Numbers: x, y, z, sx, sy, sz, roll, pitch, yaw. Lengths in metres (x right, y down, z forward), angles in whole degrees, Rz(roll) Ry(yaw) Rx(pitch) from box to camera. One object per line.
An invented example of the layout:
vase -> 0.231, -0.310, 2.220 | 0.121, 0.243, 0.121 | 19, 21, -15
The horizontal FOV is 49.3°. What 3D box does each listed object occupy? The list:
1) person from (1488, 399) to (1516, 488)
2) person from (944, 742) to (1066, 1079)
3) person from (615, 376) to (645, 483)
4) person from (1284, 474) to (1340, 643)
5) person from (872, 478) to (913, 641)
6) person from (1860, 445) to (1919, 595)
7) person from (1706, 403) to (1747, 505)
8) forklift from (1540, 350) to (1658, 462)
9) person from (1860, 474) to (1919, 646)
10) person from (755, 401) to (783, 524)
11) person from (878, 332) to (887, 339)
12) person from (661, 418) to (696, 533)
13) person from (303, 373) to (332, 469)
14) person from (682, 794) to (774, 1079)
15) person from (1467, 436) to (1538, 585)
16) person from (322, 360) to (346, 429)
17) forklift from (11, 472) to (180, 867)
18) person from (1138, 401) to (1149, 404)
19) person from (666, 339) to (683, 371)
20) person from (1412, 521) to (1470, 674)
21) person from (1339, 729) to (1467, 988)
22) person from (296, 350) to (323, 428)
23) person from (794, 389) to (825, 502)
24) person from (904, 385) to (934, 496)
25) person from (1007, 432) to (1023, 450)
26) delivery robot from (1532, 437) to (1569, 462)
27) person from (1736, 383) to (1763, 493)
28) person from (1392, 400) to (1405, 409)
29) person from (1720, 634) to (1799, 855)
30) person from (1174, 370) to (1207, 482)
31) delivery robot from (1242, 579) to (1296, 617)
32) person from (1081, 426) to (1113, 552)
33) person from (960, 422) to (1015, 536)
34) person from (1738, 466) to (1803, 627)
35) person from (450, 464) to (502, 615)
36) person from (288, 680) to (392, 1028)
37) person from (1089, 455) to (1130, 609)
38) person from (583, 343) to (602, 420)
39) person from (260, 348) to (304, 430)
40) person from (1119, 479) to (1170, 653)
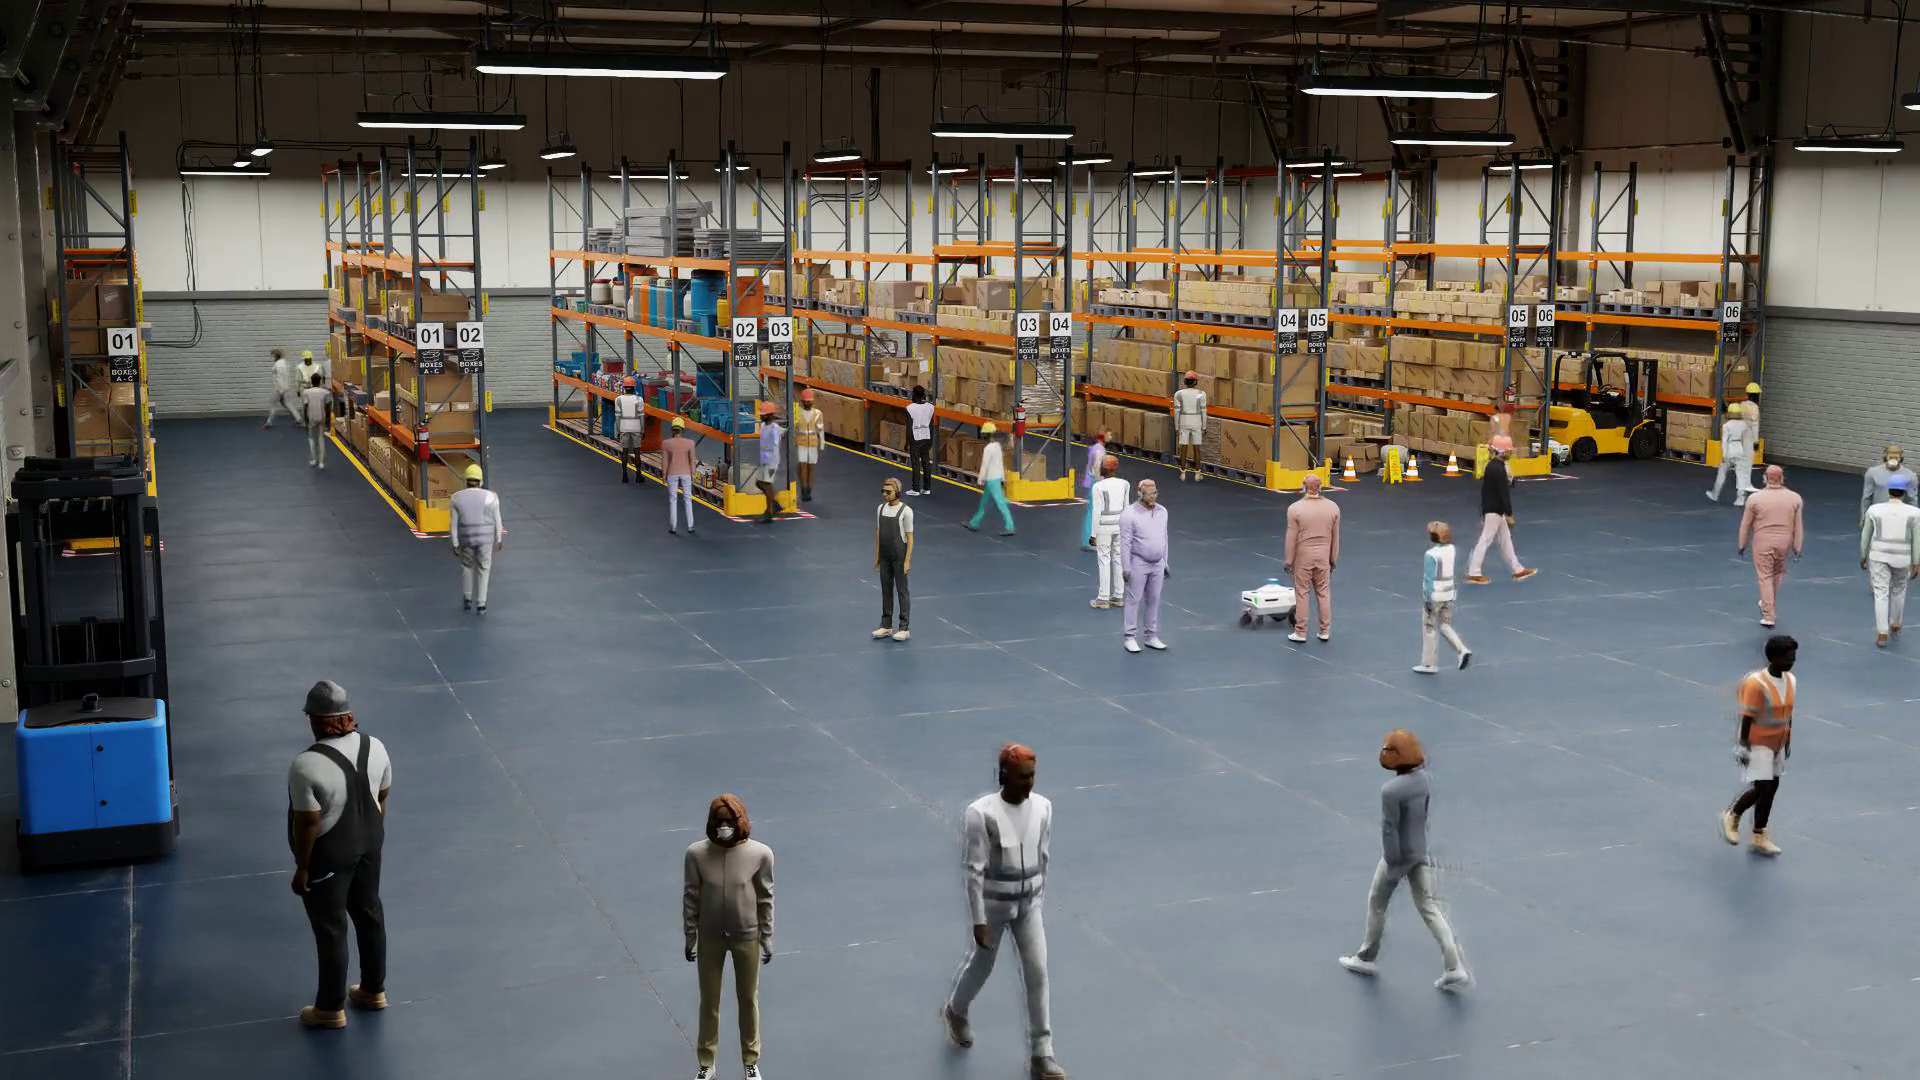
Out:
person -> 9.583, -1.688, 37.118 | 0.527, 1.624, 0.529 | -5, 10, -30
person -> 0.235, 2.021, 11.708 | 0.583, 1.849, 0.944 | -5, 10, -29
person -> -6.032, -2.025, 38.352 | 0.545, 1.938, 0.360 | 0, 9, 1
person -> 3.949, 0.202, 23.614 | 0.652, 1.904, 0.403 | -2, 9, -15
person -> -0.760, 0.210, 23.758 | 0.506, 1.846, 0.345 | 6, 11, 36
person -> 11.761, -0.234, 26.494 | 0.661, 1.907, 0.900 | 3, 9, 20
person -> 13.002, -1.456, 35.327 | 0.512, 1.692, 0.893 | -2, 9, -13
forklift -> 12.897, -2.725, 42.309 | 2.313, 2.155, 1.214 | -3, 9, -21
person -> 10.494, 0.201, 23.617 | 0.625, 1.894, 0.979 | 4, 9, 23
person -> -3.048, -1.239, 33.134 | 0.478, 1.924, 0.606 | -4, 10, -26
person -> -2.023, -4.562, 55.399 | 0.729, 1.894, 0.776 | 3, 9, 21
person -> -4.297, -0.978, 32.002 | 0.537, 1.778, 0.384 | -2, 9, -10
person -> -12.510, -2.329, 40.706 | 0.547, 1.837, 0.835 | -3, 9, -22
person -> -1.255, 2.173, 11.371 | 0.497, 1.633, 0.285 | 0, 9, -2
person -> 7.115, -0.380, 27.334 | 0.994, 1.943, 0.660 | 1, 9, 4
person -> -14.439, -3.533, 48.454 | 0.634, 1.908, 0.984 | 2, 9, 14
forklift -> -6.630, 0.886, 15.957 | 1.129, 2.768, 1.873 | -3, 9, -21
person -> 4.471, -3.785, 50.402 | 0.633, 1.841, 0.429 | -7, 11, -39
person -> -6.912, -3.879, 50.575 | 0.413, 1.986, 0.640 | 4, 9, 25
person -> 5.015, 0.607, 21.818 | 0.527, 1.624, 0.531 | -8, 11, -42
person -> 2.782, 1.959, 12.933 | 0.517, 1.596, 0.842 | -8, 12, -43
person -> -15.155, -3.529, 48.817 | 0.609, 1.813, 0.485 | -3, 9, -19
person -> -2.568, -1.596, 35.569 | 0.579, 1.908, 0.810 | -2, 9, -15
person -> -0.705, -1.741, 36.510 | 0.597, 1.921, 0.382 | -7, 11, -38
person -> 1.071, -2.436, 42.075 | 0.515, 1.641, 0.314 | -6, 11, -36
delivery robot -> 11.606, -1.783, 41.156 | 0.477, 0.478, 0.707 | -6, 11, -37
person -> 13.959, -1.814, 36.999 | 0.378, 1.925, 0.620 | -1, 9, -4
person -> 10.007, -3.464, 48.122 | 0.544, 1.890, 0.996 | -1, 9, -6
person -> 5.996, 1.514, 15.592 | 0.545, 1.671, 0.393 | -5, 10, -32
person -> 4.242, -2.102, 38.531 | 0.607, 2.040, 0.378 | 2, 9, 12
delivery robot -> 3.677, 0.700, 24.604 | 0.707, 0.478, 0.477 | -4, 9, -23
person -> 2.120, -0.735, 30.202 | 0.872, 1.811, 0.568 | 1, 9, 4
person -> 0.423, -0.924, 31.722 | 0.943, 1.706, 0.546 | 3, 9, 18
person -> 9.538, 0.049, 24.751 | 0.679, 1.860, 0.952 | 0, 9, 3
person -> -5.852, -0.018, 25.378 | 0.596, 1.809, 0.546 | -1, 9, -6
person -> -3.705, 1.844, 12.351 | 0.536, 2.000, 0.681 | 5, 10, 32
person -> 1.830, -0.109, 25.754 | 0.584, 1.884, 0.349 | -7, 11, -38
person -> -8.729, -3.778, 49.950 | 0.668, 1.962, 0.603 | 0, 9, -3
person -> -15.638, -3.479, 48.209 | 0.959, 1.889, 0.654 | -1, 9, -9
person -> 2.059, 0.276, 23.117 | 0.651, 1.906, 0.403 | -5, 10, -32
